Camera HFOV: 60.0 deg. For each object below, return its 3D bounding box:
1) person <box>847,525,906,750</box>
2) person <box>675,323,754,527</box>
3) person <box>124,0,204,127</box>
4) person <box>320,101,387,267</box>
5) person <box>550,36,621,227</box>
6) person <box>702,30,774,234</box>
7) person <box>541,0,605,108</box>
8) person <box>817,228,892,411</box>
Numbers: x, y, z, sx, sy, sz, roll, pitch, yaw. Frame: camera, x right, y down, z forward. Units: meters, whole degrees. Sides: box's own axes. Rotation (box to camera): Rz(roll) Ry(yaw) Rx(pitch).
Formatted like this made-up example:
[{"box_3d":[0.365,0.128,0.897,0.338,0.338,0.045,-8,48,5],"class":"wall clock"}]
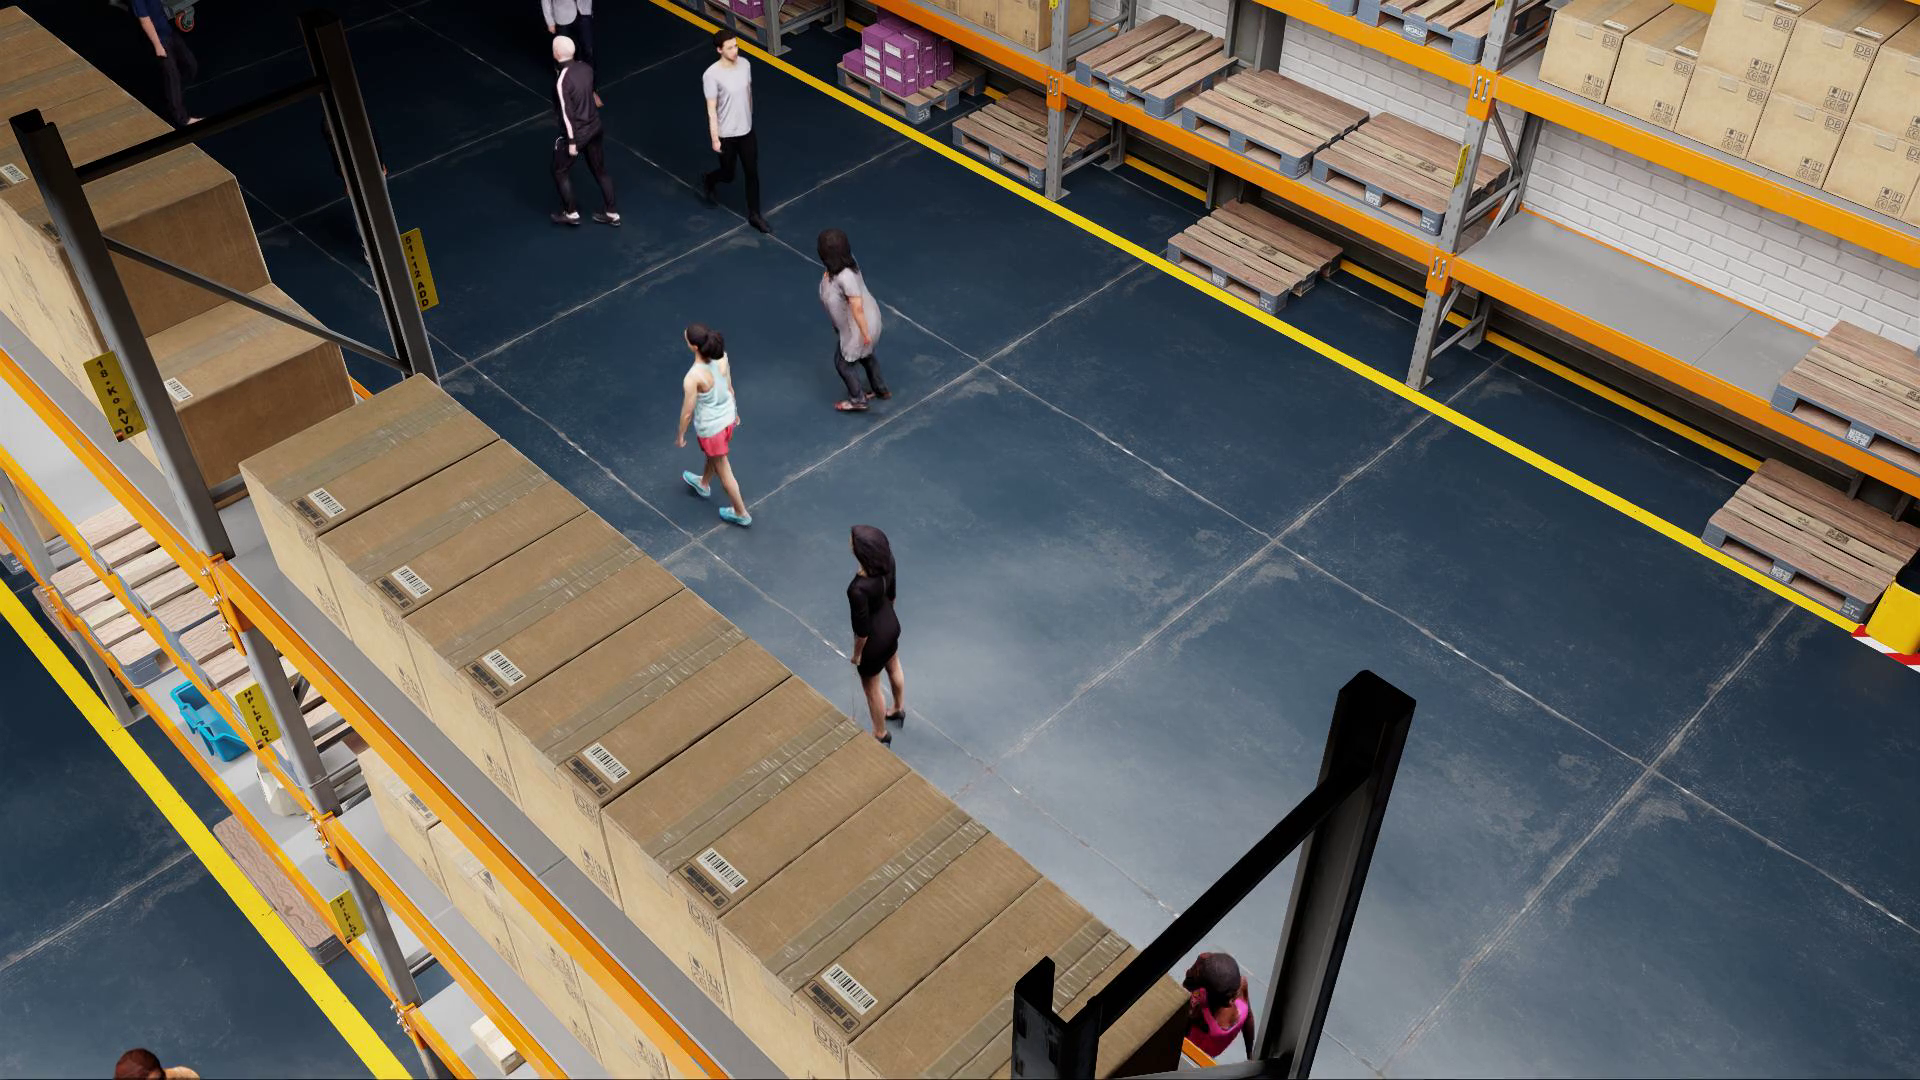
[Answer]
[{"box_3d":[-0.517,0.610,10.256,0.590,1.803,0.651,22,48,21],"class":"person"},{"box_3d":[-1.680,-0.778,11.755,0.996,1.746,0.749,24,49,24],"class":"person"},{"box_3d":[-7.761,-4.801,15.898,0.894,1.856,0.826,-6,44,-6],"class":"person"},{"box_3d":[-5.149,-3.194,14.243,0.757,1.812,0.779,14,45,14],"class":"person"},{"box_3d":[-3.240,-3.525,14.591,0.981,1.810,0.884,15,46,15],"class":"person"},{"box_3d":[-2.053,-3.635,14.683,0.733,1.843,1.100,-31,52,-28],"class":"person"},{"box_3d":[-3.853,-5.205,16.339,0.803,1.832,1.073,-25,49,-24],"class":"person"},{"box_3d":[-0.743,-1.676,12.826,0.904,1.569,0.846,-8,44,-8],"class":"person"}]
